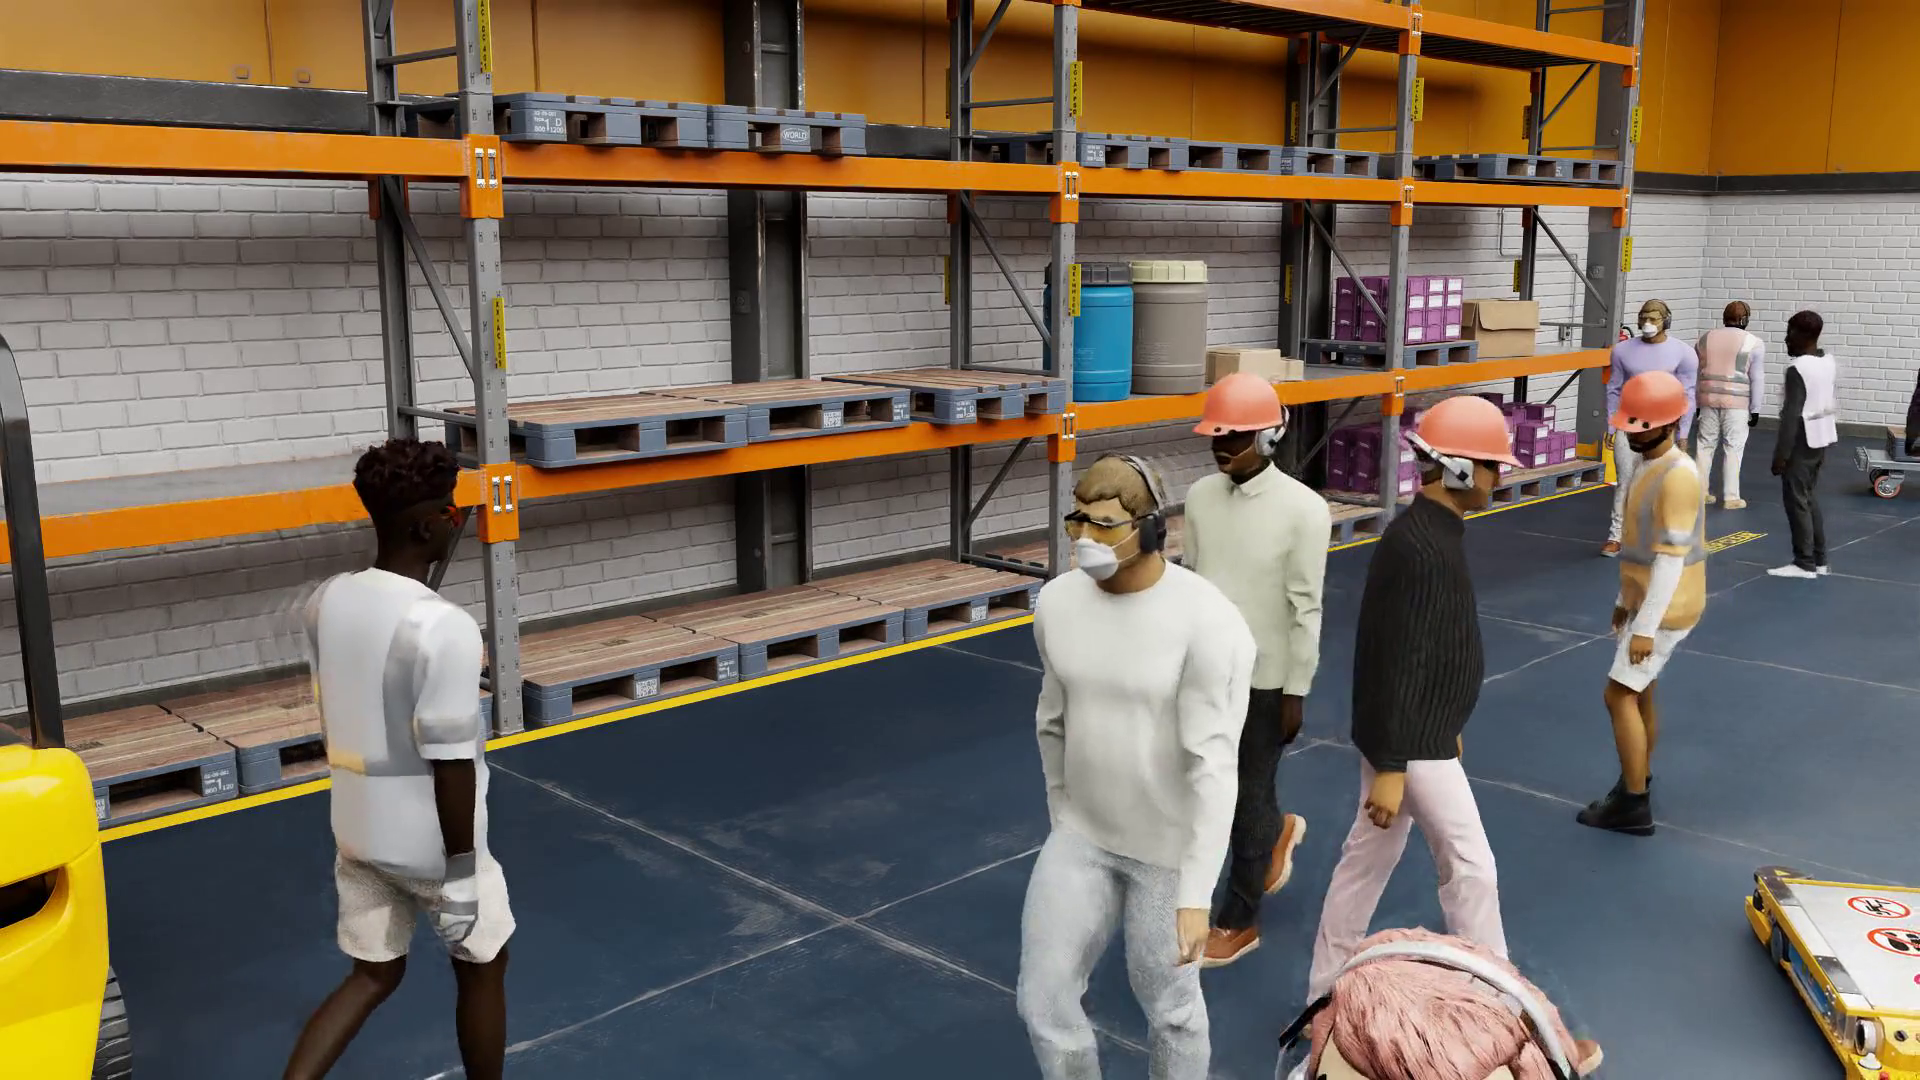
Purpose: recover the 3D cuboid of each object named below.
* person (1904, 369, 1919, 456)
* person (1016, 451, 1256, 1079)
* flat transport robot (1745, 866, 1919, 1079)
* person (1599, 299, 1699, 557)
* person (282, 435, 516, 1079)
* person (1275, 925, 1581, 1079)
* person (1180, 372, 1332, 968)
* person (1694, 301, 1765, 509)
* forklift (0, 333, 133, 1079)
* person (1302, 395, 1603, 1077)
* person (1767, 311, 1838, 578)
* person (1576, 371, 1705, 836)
[{"bbox_3d":[7.553,-0.791,12.653,0.643,1.788,0.974,10,14,44],"label":"person"},{"bbox_3d":[0.377,0.750,3.910,0.638,1.918,0.600,9,13,39],"label":"person"},{"bbox_3d":[2.924,1.354,5.086,0.652,0.197,1.431,2,11,12],"label":"flat transport robot"},{"bbox_3d":[5.110,-0.809,12.368,0.633,1.946,0.396,8,13,38],"label":"person"},{"bbox_3d":[-1.395,0.711,4.051,0.617,1.942,0.865,7,12,33],"label":"person"},{"bbox_3d":[0.380,1.211,1.467,0.669,1.885,0.438,5,12,27],"label":"person"},{"bbox_3d":[1.007,0.414,5.588,0.639,1.973,0.615,-9,14,-41],"label":"person"},{"bbox_3d":[6.796,-1.191,14.723,0.431,1.836,0.618,-9,14,-40],"label":"person"},{"bbox_3d":[-3.289,0.485,4.582,1.214,2.155,2.313,-10,14,-44],"label":"forklift"},{"bbox_3d":[1.449,0.571,4.766,0.934,1.948,0.638,2,11,11],"label":"person"},{"bbox_3d":[5.939,-0.654,11.658,0.708,1.883,0.360,-10,14,-44],"label":"person"},{"bbox_3d":[2.744,0.268,6.647,0.422,1.895,0.570,2,11,11],"label":"person"}]
